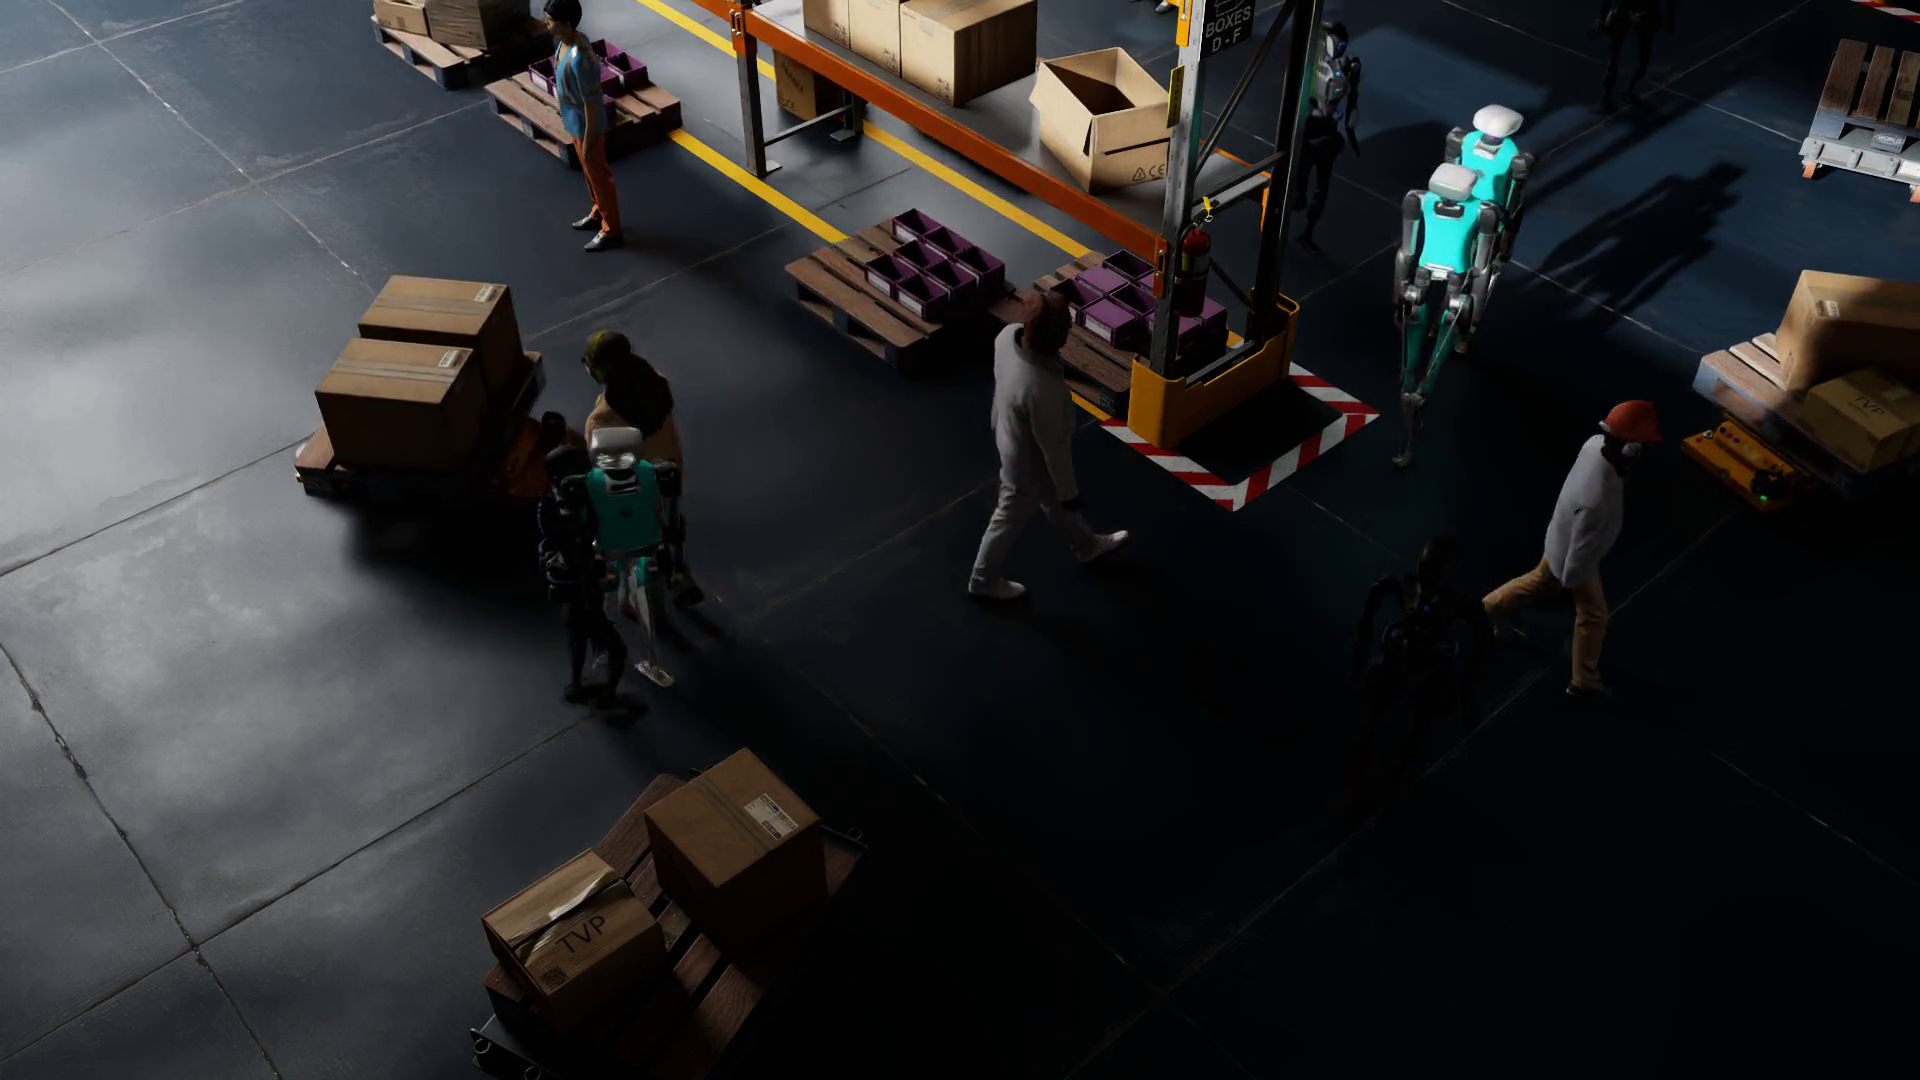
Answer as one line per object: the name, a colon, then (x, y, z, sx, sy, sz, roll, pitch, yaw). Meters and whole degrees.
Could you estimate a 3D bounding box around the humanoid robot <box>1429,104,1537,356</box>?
humanoid robot: (3.172, -1.859, 10.074, 0.530, 1.823, 0.747, 29, 50, 27)

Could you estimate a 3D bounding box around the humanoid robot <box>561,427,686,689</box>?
humanoid robot: (-1.605, 0.029, 7.990, 0.591, 1.781, 0.841, -11, 44, -11)

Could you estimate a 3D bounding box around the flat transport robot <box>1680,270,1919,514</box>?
flat transport robot: (5.018, -0.611, 9.760, 1.431, 0.231, 0.659, -19, 46, -19)

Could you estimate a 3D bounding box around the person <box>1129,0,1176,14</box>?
person: (1.703, -5.294, 13.697, 0.380, 1.836, 0.561, -34, 52, -31)

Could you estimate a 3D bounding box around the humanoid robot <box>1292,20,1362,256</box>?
humanoid robot: (2.343, -2.674, 10.967, 0.603, 1.648, 0.433, -20, 46, -20)

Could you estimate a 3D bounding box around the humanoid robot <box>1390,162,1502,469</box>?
humanoid robot: (2.587, -1.164, 9.320, 0.562, 1.820, 0.742, 19, 46, 20)

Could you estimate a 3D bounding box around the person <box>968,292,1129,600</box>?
person: (0.478, -0.447, 8.401, 0.966, 1.855, 0.678, -7, 43, -8)

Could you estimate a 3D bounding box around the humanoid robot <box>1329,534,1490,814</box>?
humanoid robot: (2.013, 0.628, 7.376, 0.607, 1.648, 0.496, 17, 45, 18)

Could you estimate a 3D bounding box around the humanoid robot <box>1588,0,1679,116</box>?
humanoid robot: (5.040, -3.941, 12.364, 0.607, 1.630, 0.543, 10, 43, 10)

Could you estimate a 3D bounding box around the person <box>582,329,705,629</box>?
person: (-1.595, -0.252, 8.188, 0.460, 1.865, 0.590, 21, 47, 21)

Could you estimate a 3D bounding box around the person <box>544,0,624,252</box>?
person: (-2.497, -2.752, 10.981, 0.324, 1.767, 0.485, -16, 45, -17)

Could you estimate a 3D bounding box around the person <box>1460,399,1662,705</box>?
person: (2.969, 0.020, 8.023, 0.840, 1.701, 0.573, 13, 44, 14)

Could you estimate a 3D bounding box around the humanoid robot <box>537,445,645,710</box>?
humanoid robot: (-1.786, 0.192, 7.846, 0.445, 1.645, 0.612, -16, 45, -16)

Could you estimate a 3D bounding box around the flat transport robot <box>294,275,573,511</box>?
flat transport robot: (-3.050, -0.524, 9.664, 1.431, 0.231, 0.659, 6, 43, 6)
